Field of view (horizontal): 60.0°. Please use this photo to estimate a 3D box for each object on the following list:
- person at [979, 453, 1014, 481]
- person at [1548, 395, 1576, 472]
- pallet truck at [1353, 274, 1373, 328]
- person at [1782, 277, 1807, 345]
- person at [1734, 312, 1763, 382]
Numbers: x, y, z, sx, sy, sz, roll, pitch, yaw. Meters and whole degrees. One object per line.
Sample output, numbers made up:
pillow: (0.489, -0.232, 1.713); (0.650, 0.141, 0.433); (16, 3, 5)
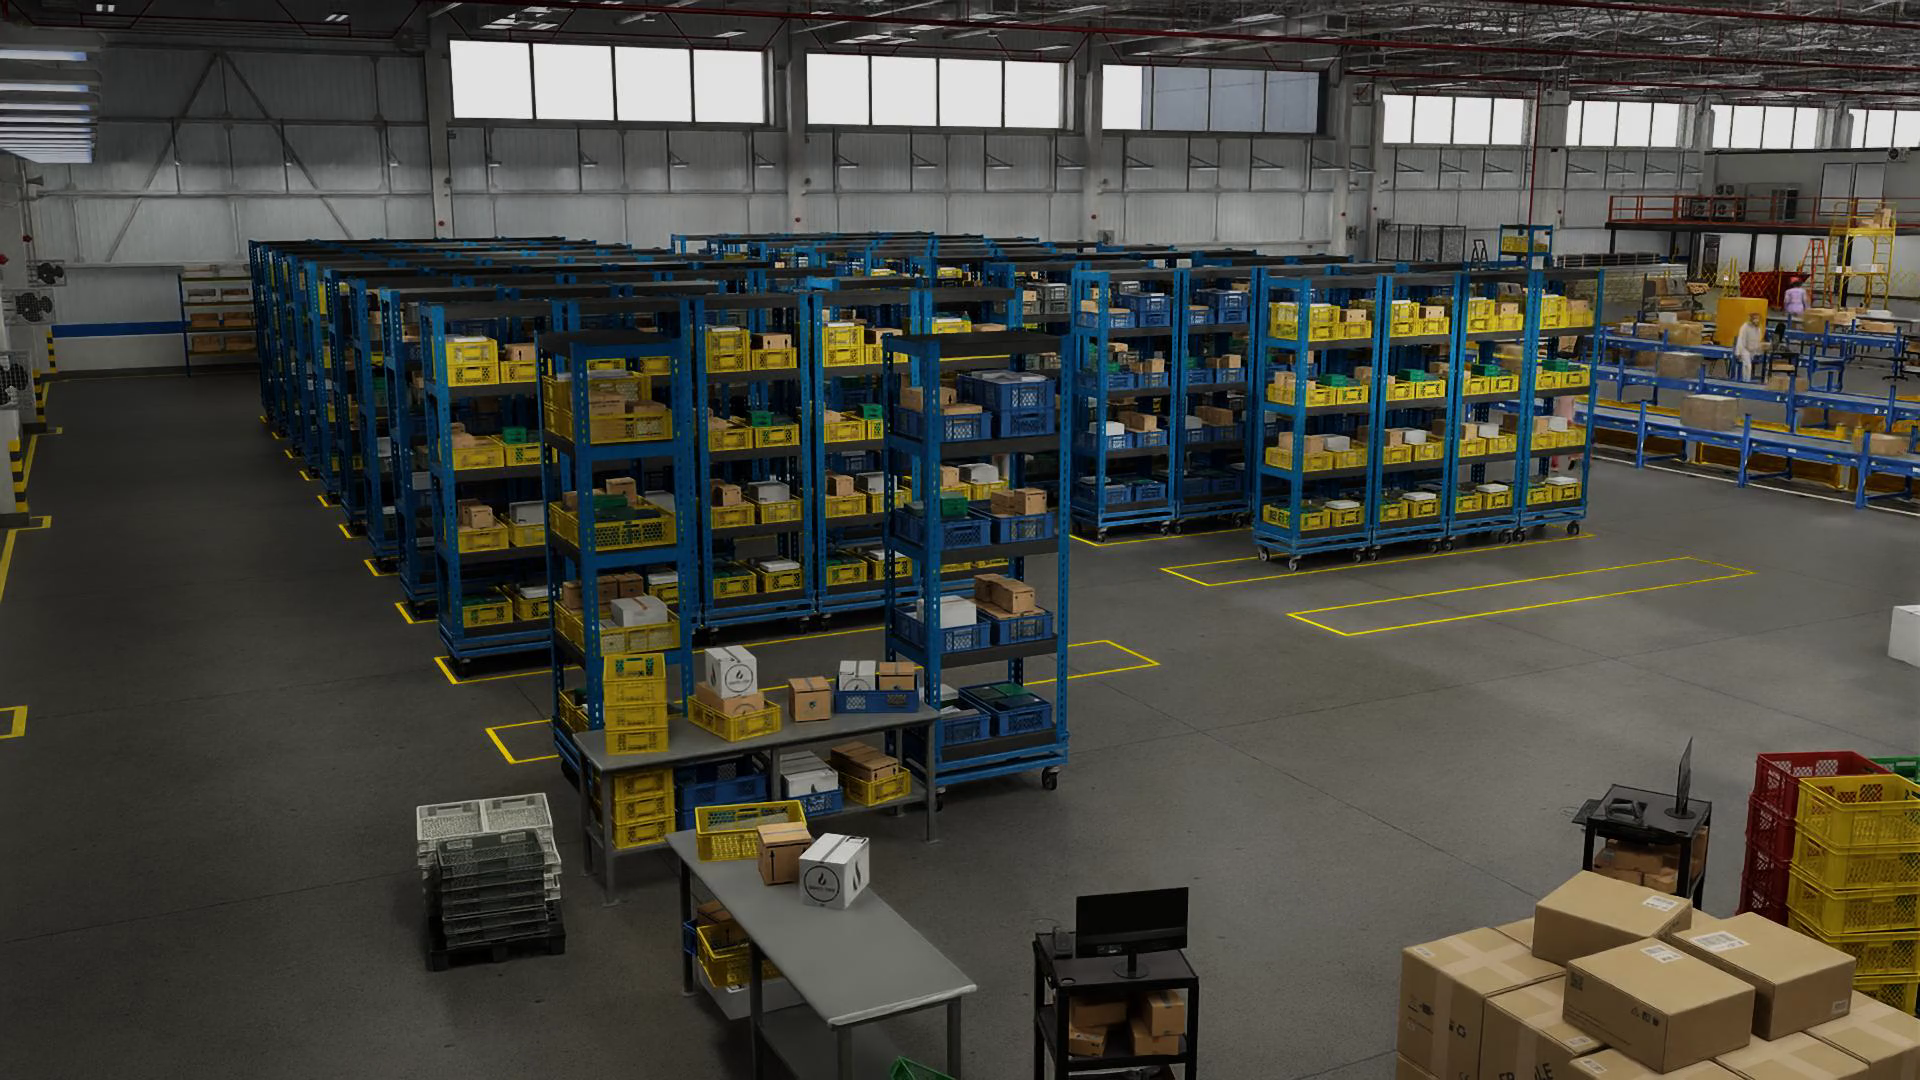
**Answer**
person: (0.568, -1.288, 23.620); (0.622, 1.992, 0.396); (0, 12, -1)
person: (9.890, -1.969, 27.344); (0.548, 1.752, 0.443); (-5, 13, -22)
pallet truck: (13.011, -8.050, 55.243); (0.823, 1.965, 1.885); (-7, 14, -28)
person: (24.793, -6.823, 49.521); (0.692, 1.990, 0.803); (0, 12, 1)
person: (17.969, -4.245, 37.800); (0.743, 1.844, 0.976); (-6, 13, -25)
